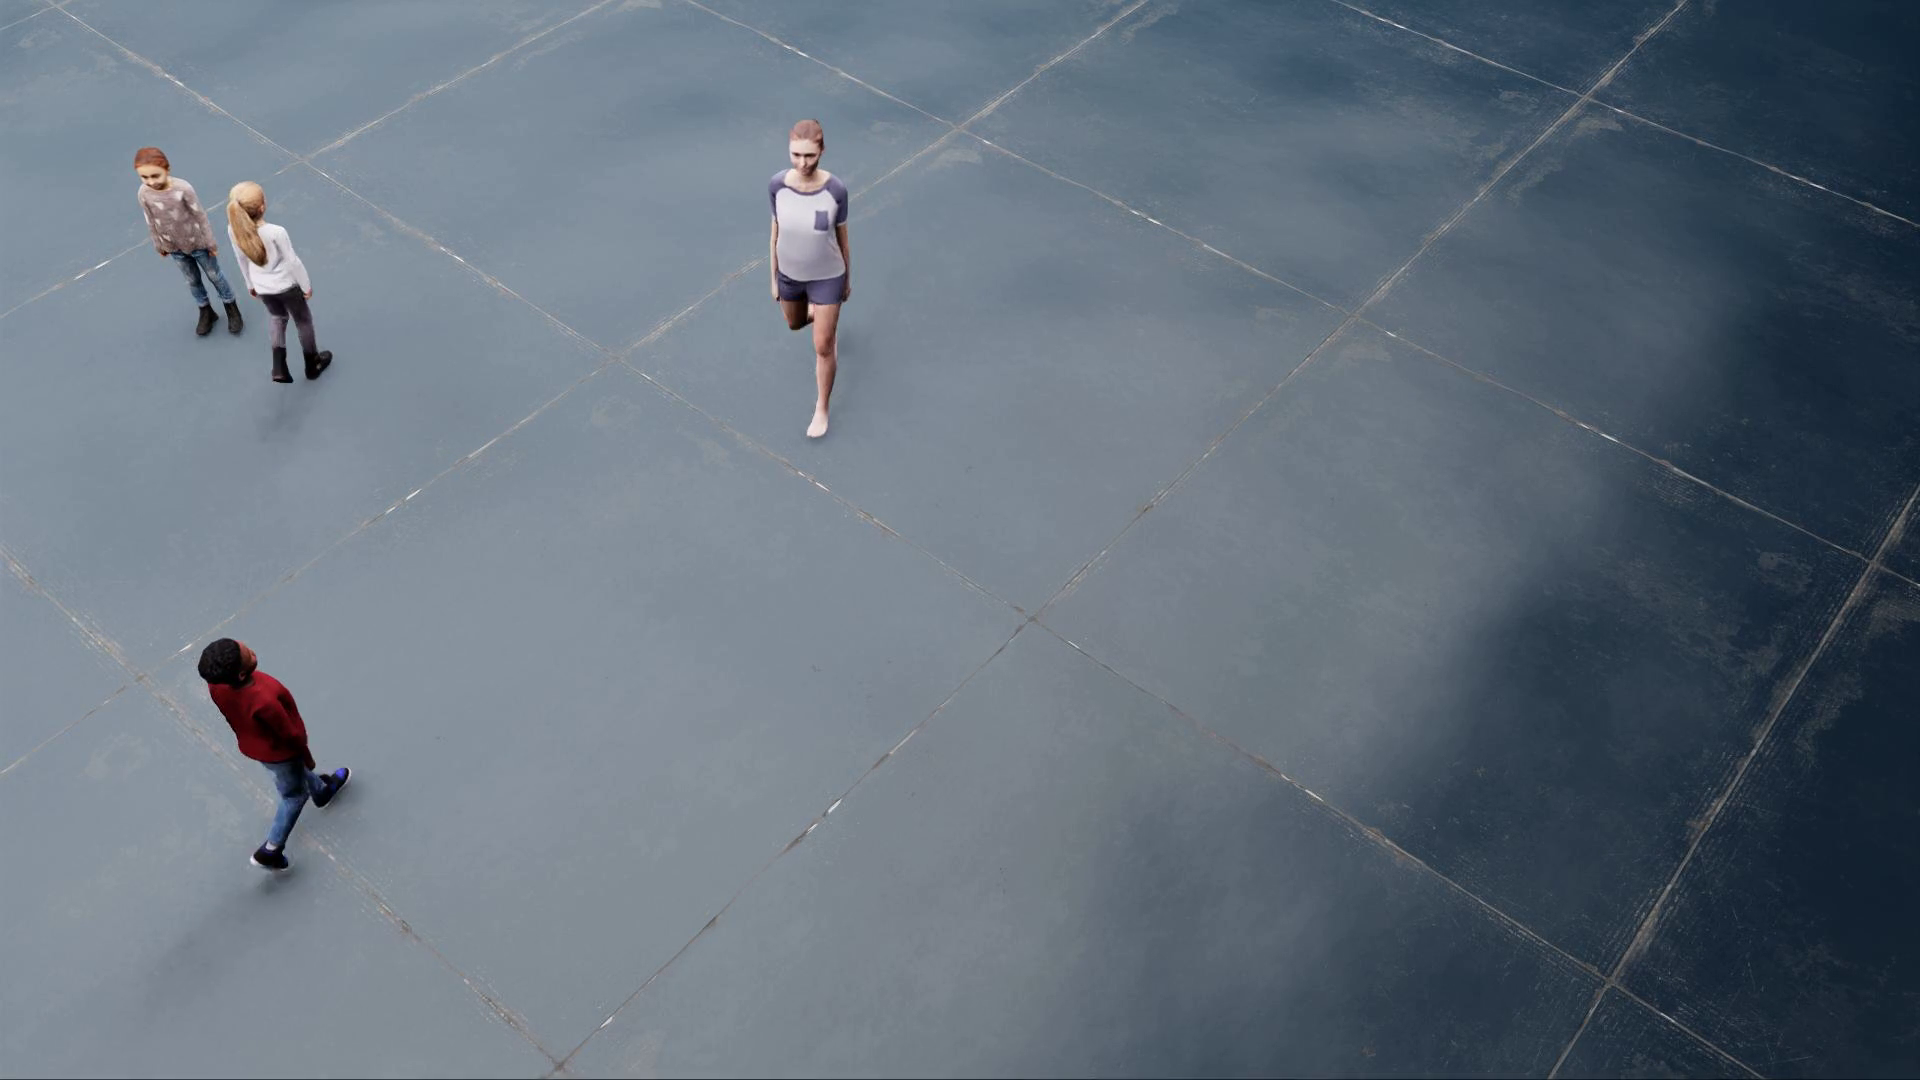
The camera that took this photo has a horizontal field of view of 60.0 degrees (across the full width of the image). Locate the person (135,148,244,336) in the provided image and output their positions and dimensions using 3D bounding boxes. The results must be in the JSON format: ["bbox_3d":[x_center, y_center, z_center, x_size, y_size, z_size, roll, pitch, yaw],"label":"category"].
[{"bbox_3d":[-4.263,-1.663,9.171,0.541,1.194,0.605,-5,47,-5],"label":"person"}]

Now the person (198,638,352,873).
[{"bbox_3d":[-2.854,0.865,6.800,0.605,1.242,0.866,22,51,19],"label":"person"}]

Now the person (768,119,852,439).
[{"bbox_3d":[-0.750,-1.416,8.569,0.872,1.742,1.110,9,48,8],"label":"person"}]

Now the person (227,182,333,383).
[{"bbox_3d":[-3.639,-1.311,8.794,0.665,1.269,0.753,6,48,5],"label":"person"}]
